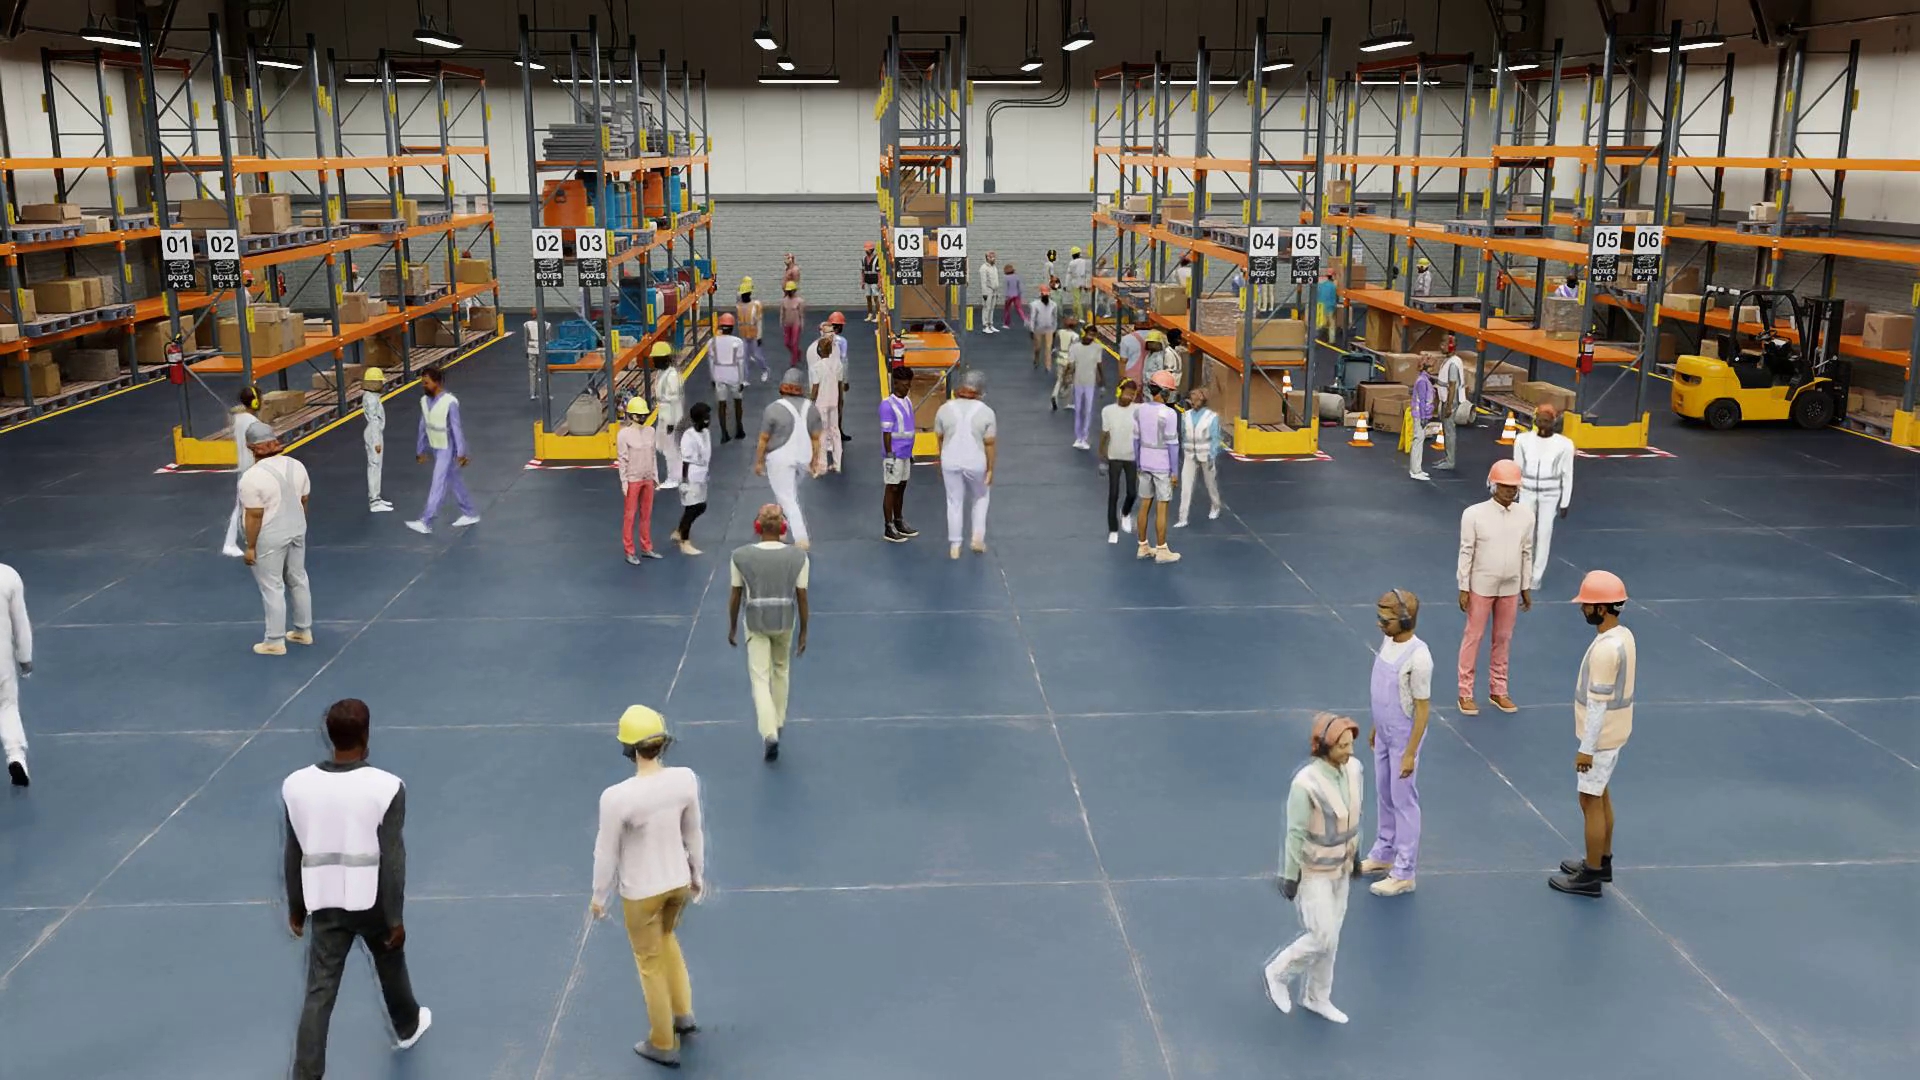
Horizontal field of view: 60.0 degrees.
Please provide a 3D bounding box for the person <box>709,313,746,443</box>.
[{"bbox_3d":[-3.458,-2.435,24.876,0.547,1.911,0.786,1,13,3],"label":"person"}]

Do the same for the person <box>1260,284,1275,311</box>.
[{"bbox_3d":[8.236,-6.942,44.551,0.507,1.630,0.268,-6,14,-23],"label":"person"}]

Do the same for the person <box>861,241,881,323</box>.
[{"bbox_3d":[-2.235,-6.457,41.652,0.611,2.031,0.410,10,16,35],"label":"person"}]

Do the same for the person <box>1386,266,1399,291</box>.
[{"bbox_3d":[9.803,-5.394,37.886,0.355,1.671,0.614,5,14,22],"label":"person"}]

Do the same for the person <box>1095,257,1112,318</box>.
[{"bbox_3d":[3.601,-6.453,42.589,0.559,1.573,0.857,12,18,41],"label":"person"}]

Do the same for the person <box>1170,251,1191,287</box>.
[{"bbox_3d":[5.038,-5.475,37.477,0.624,2.032,0.553,-1,13,-2],"label":"person"}]

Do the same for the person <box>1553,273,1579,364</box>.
[{"bbox_3d":[12.345,-4.491,33.736,0.624,1.836,0.430,-1,13,-6],"label":"person"}]

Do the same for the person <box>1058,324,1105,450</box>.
[{"bbox_3d":[1.767,-2.212,24.087,0.697,1.819,0.823,0,13,1],"label":"person"}]

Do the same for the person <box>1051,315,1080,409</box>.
[{"bbox_3d":[1.781,-2.942,27.655,0.534,1.604,0.663,11,17,39],"label":"person"}]

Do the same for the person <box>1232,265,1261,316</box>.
[{"bbox_3d":[6.105,-5.019,35.600,0.614,2.015,0.836,1,13,3],"label":"person"}]

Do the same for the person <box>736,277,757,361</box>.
[{"bbox_3d":[-4.332,-4.512,34.022,0.493,1.741,0.318,-13,18,-43],"label":"person"}]

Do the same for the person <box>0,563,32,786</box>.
[{"bbox_3d":[-6.592,0.810,11.170,0.648,1.890,0.517,-11,17,-39],"label":"person"}]

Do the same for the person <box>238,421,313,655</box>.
[{"bbox_3d":[-5.978,-0.034,14.410,0.535,2.000,0.673,6,14,22],"label":"person"}]

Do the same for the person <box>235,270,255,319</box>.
[{"bbox_3d":[-13.874,-4.250,32.391,0.404,1.991,0.625,-9,16,-33],"label":"person"}]

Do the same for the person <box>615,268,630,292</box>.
[{"bbox_3d":[-7.362,-5.075,36.381,0.342,1.748,0.573,-2,13,-9],"label":"person"}]

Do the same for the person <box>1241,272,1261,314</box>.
[{"bbox_3d":[7.661,-6.877,43.732,0.573,1.887,0.354,9,16,32],"label":"person"}]

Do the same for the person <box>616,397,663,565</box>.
[{"bbox_3d":[-3.376,-0.632,17.535,0.309,1.769,0.523,10,16,35],"label":"person"}]

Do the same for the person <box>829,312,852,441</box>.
[{"bbox_3d":[-1.841,-2.436,24.835,0.546,1.928,0.384,12,18,41],"label":"person"}]

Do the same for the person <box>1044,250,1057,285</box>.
[{"bbox_3d":[2.216,-6.189,40.863,0.312,1.864,0.532,-4,14,-17],"label":"person"}]

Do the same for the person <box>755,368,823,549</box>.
[{"bbox_3d":[-1.858,-0.911,18.128,0.681,2.000,0.982,-12,18,-41],"label":"person"}]

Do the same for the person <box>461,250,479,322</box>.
[{"bbox_3d":[-11.933,-6.107,40.472,0.357,1.885,0.573,10,16,35],"label":"person"}]

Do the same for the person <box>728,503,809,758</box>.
[{"bbox_3d":[-1.368,0.640,12.046,0.576,1.817,0.884,-4,14,-15],"label":"person"}]

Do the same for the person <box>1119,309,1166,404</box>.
[{"bbox_3d":[2.619,-2.364,24.281,0.685,2.000,0.536,-3,14,-14],"label":"person"}]

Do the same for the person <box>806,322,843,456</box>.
[{"bbox_3d":[-1.891,-2.157,23.693,0.399,1.908,0.643,9,16,34],"label":"person"}]

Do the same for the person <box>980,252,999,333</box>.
[{"bbox_3d":[0.721,-5.865,39.401,0.408,1.908,0.644,6,15,25],"label":"person"}]

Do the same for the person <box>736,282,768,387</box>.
[{"bbox_3d":[-3.836,-3.798,30.643,0.586,1.908,0.770,6,14,23],"label":"person"}]

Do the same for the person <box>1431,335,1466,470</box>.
[{"bbox_3d":[6.668,-1.869,22.637,0.389,1.837,0.560,2,13,7],"label":"person"}]

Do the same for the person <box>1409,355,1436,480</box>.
[{"bbox_3d":[6.109,-1.619,21.993,0.308,1.638,0.511,3,14,14],"label":"person"}]

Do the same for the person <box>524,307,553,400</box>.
[{"bbox_3d":[-7.309,-3.240,28.878,0.508,1.629,0.314,1,13,4],"label":"person"}]

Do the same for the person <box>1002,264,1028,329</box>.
[{"bbox_3d":[1.315,-5.851,40.042,0.521,1.584,0.849,-8,16,-31],"label":"person"}]

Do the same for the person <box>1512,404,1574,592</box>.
[{"bbox_3d":[5.653,-0.389,16.281,0.606,1.865,0.645,7,15,28],"label":"person"}]

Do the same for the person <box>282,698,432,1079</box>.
[{"bbox_3d":[-2.842,1.666,7.658,0.606,1.848,1.077,1,13,4],"label":"person"}]

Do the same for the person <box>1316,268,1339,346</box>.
[{"bbox_3d":[8.074,-5.134,36.693,0.697,1.726,0.573,-7,15,-29],"label":"person"}]

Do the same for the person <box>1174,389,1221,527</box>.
[{"bbox_3d":[2.819,-0.972,19.388,0.518,1.607,0.860,9,16,34],"label":"person"}]

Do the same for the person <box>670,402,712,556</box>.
[{"bbox_3d":[-2.921,-0.666,17.905,0.555,1.667,0.558,4,14,17],"label":"person"}]

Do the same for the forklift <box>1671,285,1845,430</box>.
[{"bbox_3d":[12.503,-2.886,26.166,2.313,2.155,1.214,-1,13,-3],"label":"forklift"}]

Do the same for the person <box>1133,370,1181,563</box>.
[{"bbox_3d":[2.096,-0.776,17.569,0.385,2.035,0.605,-11,17,-38],"label":"person"}]

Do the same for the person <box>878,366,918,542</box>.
[{"bbox_3d":[-0.674,-0.973,18.564,0.381,1.958,0.602,5,14,22],"label":"person"}]

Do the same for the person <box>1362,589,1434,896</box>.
[{"bbox_3d":[2.547,1.171,9.740,0.343,1.840,0.506,-3,14,-11],"label":"person"}]

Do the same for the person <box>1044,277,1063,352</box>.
[{"bbox_3d":[2.002,-4.795,35.455,0.507,1.631,0.275,-12,18,-40],"label":"person"}]

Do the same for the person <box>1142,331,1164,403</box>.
[{"bbox_3d":[2.758,-2.133,23.940,0.289,1.745,0.487,-4,14,-18],"label":"person"}]

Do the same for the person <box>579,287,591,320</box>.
[{"bbox_3d":[-9.082,-6.036,40.444,0.329,1.765,0.533,0,13,-1],"label":"person"}]

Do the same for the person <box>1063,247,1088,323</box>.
[{"bbox_3d":[2.863,-6.422,41.836,0.581,1.879,0.888,-12,18,-40],"label":"person"}]

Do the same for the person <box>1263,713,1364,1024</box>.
[{"bbox_3d":[1.807,1.632,8.247,0.377,1.627,0.516,13,18,43],"label":"person"}]

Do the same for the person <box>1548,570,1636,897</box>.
[{"bbox_3d":[3.727,1.125,9.764,0.390,1.924,0.548,8,15,29],"label":"person"}]

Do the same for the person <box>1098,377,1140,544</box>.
[{"bbox_3d":[1.809,-0.905,18.500,0.574,1.850,0.491,-1,13,-3],"label":"person"}]

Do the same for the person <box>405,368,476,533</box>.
[{"bbox_3d":[-5.985,-1.021,18.945,0.610,1.866,1.025,11,17,40],"label":"person"}]

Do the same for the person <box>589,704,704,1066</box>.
[{"bbox_3d":[-1.471,1.646,7.921,0.416,1.750,0.541,12,18,40],"label":"person"}]

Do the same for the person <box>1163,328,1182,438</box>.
[{"bbox_3d":[3.159,-2.335,24.919,0.319,1.687,0.538,3,14,12],"label":"person"}]

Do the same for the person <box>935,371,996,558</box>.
[{"bbox_3d":[0.092,-0.852,17.876,0.677,2.000,0.714,3,14,12],"label":"person"}]

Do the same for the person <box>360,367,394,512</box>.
[{"bbox_3d":[-7.033,-1.216,20.075,0.323,1.737,0.486,-6,14,-23],"label":"person"}]

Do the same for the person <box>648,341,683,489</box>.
[{"bbox_3d":[-3.734,-1.597,21.324,0.466,1.912,0.584,-7,15,-26],"label":"person"}]

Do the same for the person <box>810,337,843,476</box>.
[{"bbox_3d":[-1.794,-1.786,22.253,0.514,1.844,0.333,-11,17,-39],"label":"person"}]

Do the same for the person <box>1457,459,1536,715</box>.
[{"bbox_3d":[4.128,0.360,12.836,0.609,1.997,0.375,-2,13,-10],"label":"person"}]

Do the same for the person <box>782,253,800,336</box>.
[{"bbox_3d":[-3.952,-5.725,38.808,0.402,1.906,0.652,-5,14,-22],"label":"person"}]

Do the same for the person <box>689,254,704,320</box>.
[{"bbox_3d":[-6.442,-6.085,40.637,0.308,1.769,0.524,6,15,25],"label":"person"}]

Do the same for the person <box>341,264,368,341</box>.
[{"bbox_3d":[-13.681,-5.373,37.644,0.561,1.752,0.327,-9,16,-32],"label":"person"}]

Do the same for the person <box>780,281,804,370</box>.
[{"bbox_3d":[-3.305,-4.270,32.992,0.525,1.751,0.520,5,14,19],"label":"person"}]

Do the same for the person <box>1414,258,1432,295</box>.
[{"bbox_3d":[10.682,-5.588,38.415,0.405,1.824,0.588,0,13,0],"label":"person"}]

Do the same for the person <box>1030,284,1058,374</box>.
[{"bbox_3d":[1.627,-4.132,32.433,0.569,1.733,0.717,-2,13,-8],"label":"person"}]
